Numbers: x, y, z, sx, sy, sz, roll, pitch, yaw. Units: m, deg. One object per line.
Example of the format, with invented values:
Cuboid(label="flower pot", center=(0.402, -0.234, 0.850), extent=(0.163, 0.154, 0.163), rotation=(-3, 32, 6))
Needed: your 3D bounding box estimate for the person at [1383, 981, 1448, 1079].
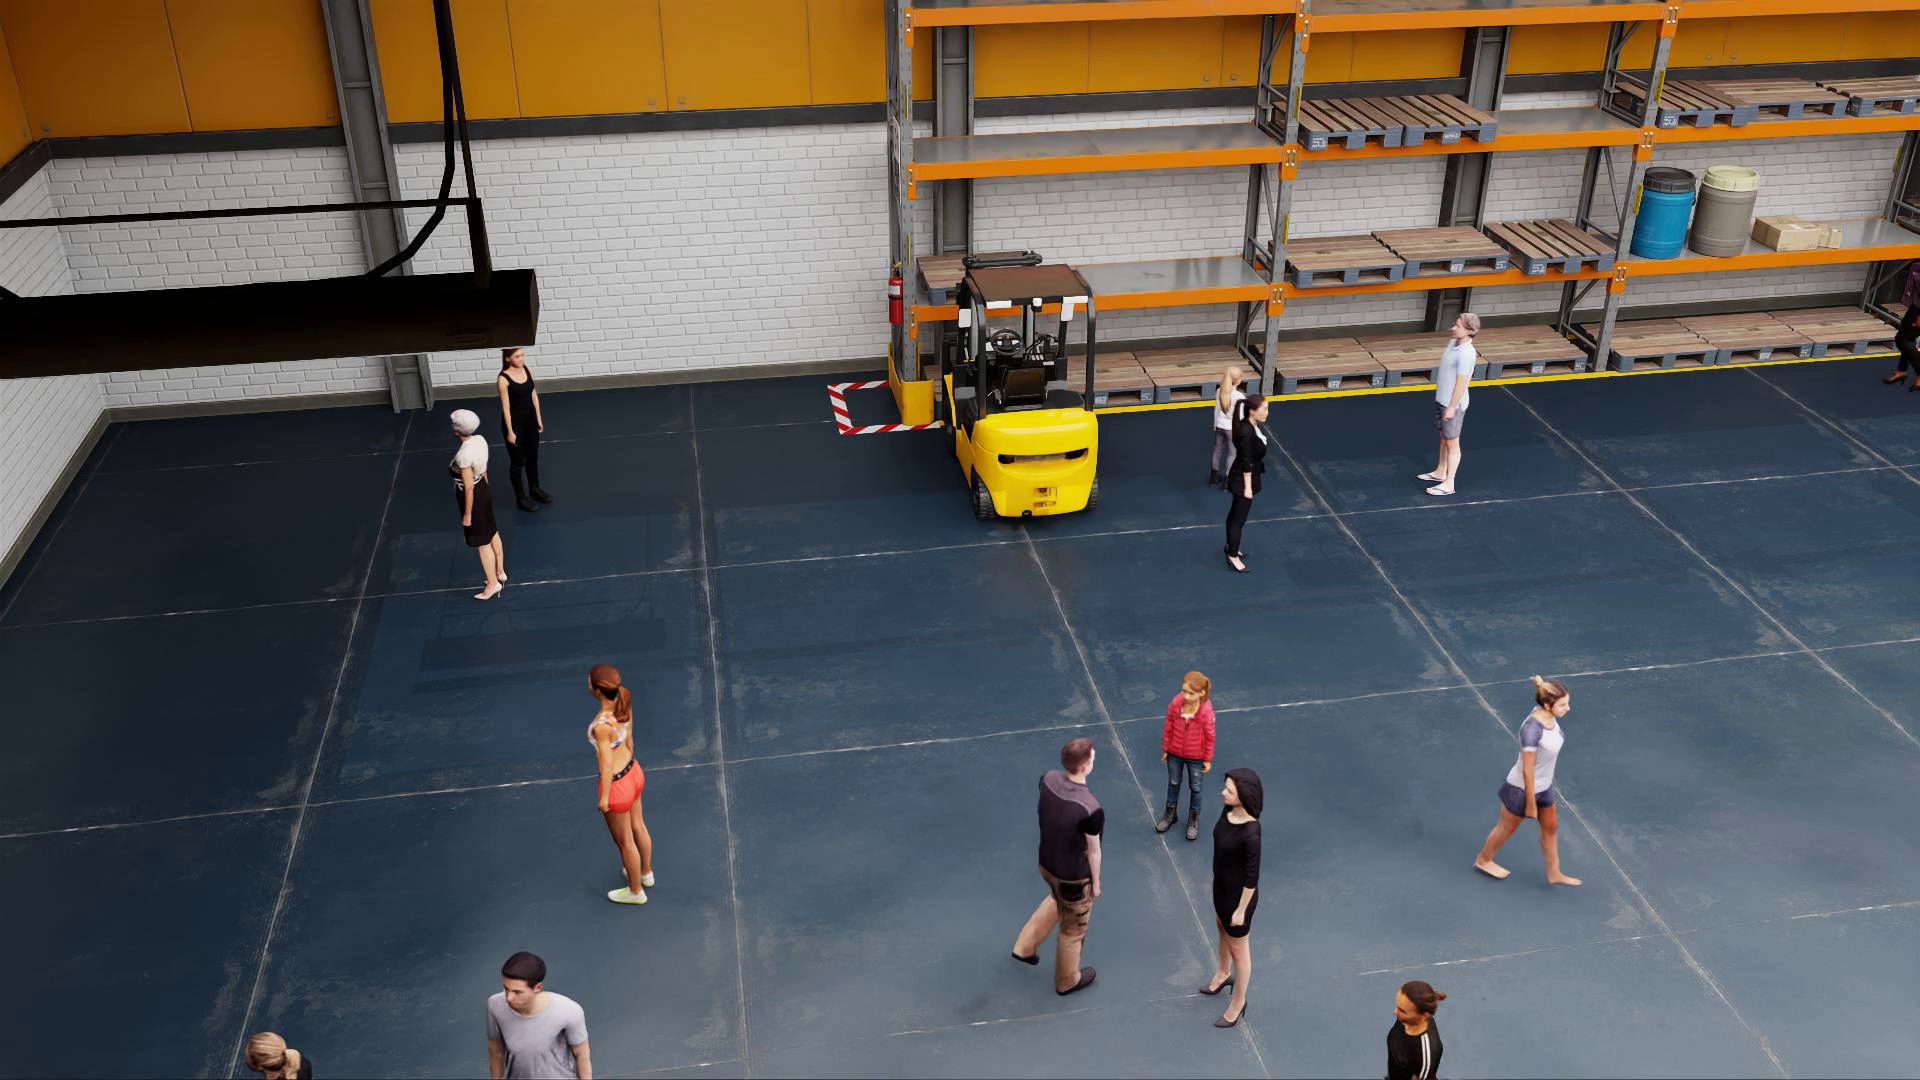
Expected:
Cuboid(label="person", center=(2.412, 2.867, 8.566), extent=(0.820, 1.641, 0.686), rotation=(1, 29, 3))

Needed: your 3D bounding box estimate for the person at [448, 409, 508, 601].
Cuboid(label="person", center=(-4.133, -0.304, 14.264), extent=(0.629, 1.753, 0.693), rotation=(3, 29, 6))

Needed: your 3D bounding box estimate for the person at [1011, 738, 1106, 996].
Cuboid(label="person", center=(0.574, 1.985, 9.985), extent=(0.859, 1.832, 0.804), rotation=(-16, 33, -27))

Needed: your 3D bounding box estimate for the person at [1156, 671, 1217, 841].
Cuboid(label="person", center=(1.577, 1.462, 11.482), extent=(0.578, 1.317, 0.654), rotation=(13, 31, 23))

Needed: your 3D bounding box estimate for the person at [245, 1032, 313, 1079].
Cuboid(label="person", center=(-3.228, 3.064, 8.139), extent=(0.619, 1.706, 0.674), rotation=(2, 29, 4))

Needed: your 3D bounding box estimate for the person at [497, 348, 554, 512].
Cuboid(label="person", center=(-4.170, -1.097, 15.785), extent=(0.733, 1.689, 0.679), rotation=(17, 33, 28))

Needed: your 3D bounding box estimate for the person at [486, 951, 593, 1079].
Cuboid(label="person", center=(-2.102, 2.809, 8.441), extent=(0.568, 1.864, 0.777), rotation=(2, 29, 4))

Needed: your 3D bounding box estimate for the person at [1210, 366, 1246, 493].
Cuboid(label="person", center=(2.601, -1.090, 16.201), extent=(0.582, 1.277, 0.632), rotation=(24, 37, 37))

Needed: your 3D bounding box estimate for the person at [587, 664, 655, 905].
Cuboid(label="person", center=(-2.197, 1.582, 10.768), extent=(0.670, 1.789, 0.666), rotation=(8, 30, 14))

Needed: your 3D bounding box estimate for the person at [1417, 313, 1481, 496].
Cuboid(label="person", center=(4.769, -1.337, 16.073), extent=(0.617, 1.833, 0.686), rotation=(0, 29, 0))

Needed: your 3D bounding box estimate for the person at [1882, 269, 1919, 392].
Cuboid(label="person", center=(10.590, -2.468, 18.149), extent=(0.914, 1.831, 0.854), rotation=(22, 36, 35))

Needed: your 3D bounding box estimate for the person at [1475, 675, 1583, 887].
Cuboid(label="person", center=(3.681, 1.588, 10.965), extent=(0.967, 1.590, 0.931), rotation=(21, 35, 33))

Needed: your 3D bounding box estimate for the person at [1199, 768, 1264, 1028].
Cuboid(label="person", center=(1.622, 2.092, 9.814), extent=(0.482, 1.807, 0.594), rotation=(-4, 29, -7))

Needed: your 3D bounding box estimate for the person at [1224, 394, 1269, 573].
Cuboid(label="person", center=(2.512, -0.525, 14.764), extent=(0.639, 1.662, 0.657), rotation=(3, 29, 5))
